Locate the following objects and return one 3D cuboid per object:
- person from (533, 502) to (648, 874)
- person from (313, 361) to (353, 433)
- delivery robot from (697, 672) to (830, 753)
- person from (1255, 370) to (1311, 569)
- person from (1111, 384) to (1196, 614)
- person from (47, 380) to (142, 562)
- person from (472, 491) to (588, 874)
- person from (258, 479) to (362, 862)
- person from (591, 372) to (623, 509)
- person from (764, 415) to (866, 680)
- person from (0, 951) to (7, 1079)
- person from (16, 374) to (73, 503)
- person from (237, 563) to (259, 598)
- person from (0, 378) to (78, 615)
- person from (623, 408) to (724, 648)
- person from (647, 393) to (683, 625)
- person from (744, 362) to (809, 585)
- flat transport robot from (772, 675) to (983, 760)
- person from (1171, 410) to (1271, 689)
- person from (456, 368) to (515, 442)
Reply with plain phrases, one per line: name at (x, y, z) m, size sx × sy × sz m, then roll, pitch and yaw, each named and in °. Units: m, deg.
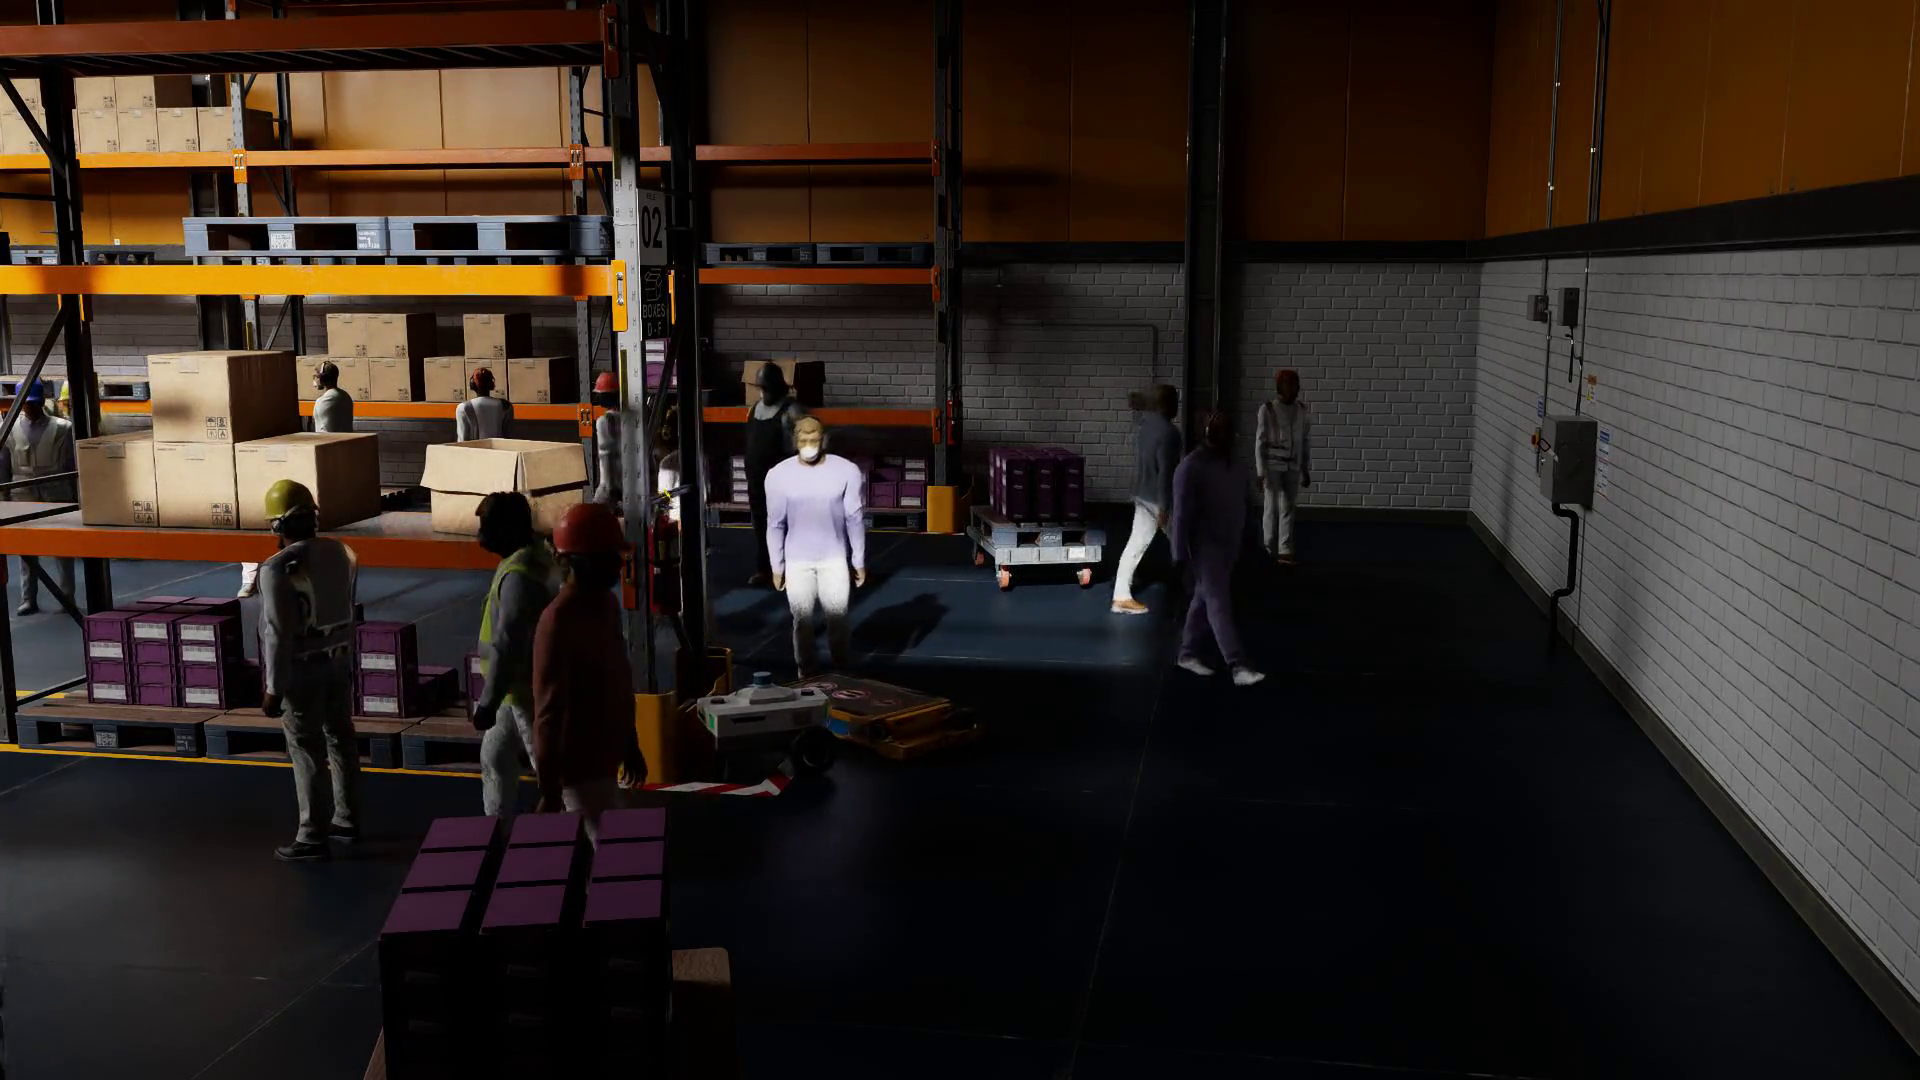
person at (-1.467, 0.821, 6.255) m, size 0.924 × 1.969 × 0.605 m, roll 0°, pitch 9°, yaw 2°
person at (-6.067, -0.767, 16.156) m, size 0.355 × 1.937 × 0.635 m, roll 0°, pitch 9°, yaw 0°
delivery robot at (-1.104, 0.981, 9.304) m, size 0.707 × 0.478 × 0.477 m, roll -3°, pitch 10°, yaw -21°
person at (3.066, -0.661, 15.740) m, size 0.632 × 1.874 × 0.446 m, roll -4°, pitch 10°, yaw -22°
person at (1.681, -0.331, 13.644) m, size 1.043 × 1.872 × 0.646 m, roll -3°, pitch 10°, yaw -17°
person at (-8.351, -0.644, 15.888) m, size 0.921 × 1.775 × 0.603 m, roll -4°, pitch 10°, yaw -23°
person at (-2.074, 0.680, 7.553) m, size 0.739 × 1.815 × 0.632 m, roll -3°, pitch 9°, yaw -15°
person at (-3.105, 0.620, 7.916) m, size 0.404 × 1.822 × 0.592 m, roll 3°, pitch 10°, yaw 18°
person at (-3.038, -0.571, 15.062) m, size 0.954 × 1.906 × 0.538 m, roll 5°, pitch 11°, yaw 31°
person at (-0.922, 0.137, 10.662) m, size 0.646 × 1.906 × 0.525 m, roll 0°, pitch 9°, yaw -2°
person at (-2.045, 1.386, 3.137) m, size 0.551 × 1.832 × 0.809 m, roll -5°, pitch 11°, yaw -30°
person at (-9.014, -0.754, 16.523) m, size 0.453 × 1.811 × 0.609 m, roll 1°, pitch 9°, yaw 7°
person at (-5.997, -0.497, 14.312) m, size 0.612 × 1.994 × 0.395 m, roll -2°, pitch 9°, yaw -13°
person at (-7.514, -0.359, 13.599) m, size 0.615 × 1.945 × 0.404 m, roll -4°, pitch 10°, yaw -21°
person at (-2.104, -0.028, 11.922) m, size 0.946 × 1.821 × 0.556 m, roll 2°, pitch 9°, yaw 13°
person at (-2.401, -0.251, 13.259) m, size 0.429 × 1.842 × 0.635 m, roll 7°, pitch 11°, yaw 36°
person at (-1.663, -0.599, 14.800) m, size 0.699 × 2.000 × 0.593 m, roll 6°, pitch 11°, yaw 34°
flat transport robot at (-0.597, 1.041, 10.101) m, size 1.431 × 0.197 × 0.652 m, roll 9°, pitch 13°, yaw 44°
person at (1.806, 0.062, 11.238) m, size 0.666 × 1.858 × 0.961 m, roll -8°, pitch 12°, yaw -40°
person at (-4.558, -0.717, 16.023) m, size 0.576 × 1.882 × 0.355 m, roll -7°, pitch 11°, yaw -37°
